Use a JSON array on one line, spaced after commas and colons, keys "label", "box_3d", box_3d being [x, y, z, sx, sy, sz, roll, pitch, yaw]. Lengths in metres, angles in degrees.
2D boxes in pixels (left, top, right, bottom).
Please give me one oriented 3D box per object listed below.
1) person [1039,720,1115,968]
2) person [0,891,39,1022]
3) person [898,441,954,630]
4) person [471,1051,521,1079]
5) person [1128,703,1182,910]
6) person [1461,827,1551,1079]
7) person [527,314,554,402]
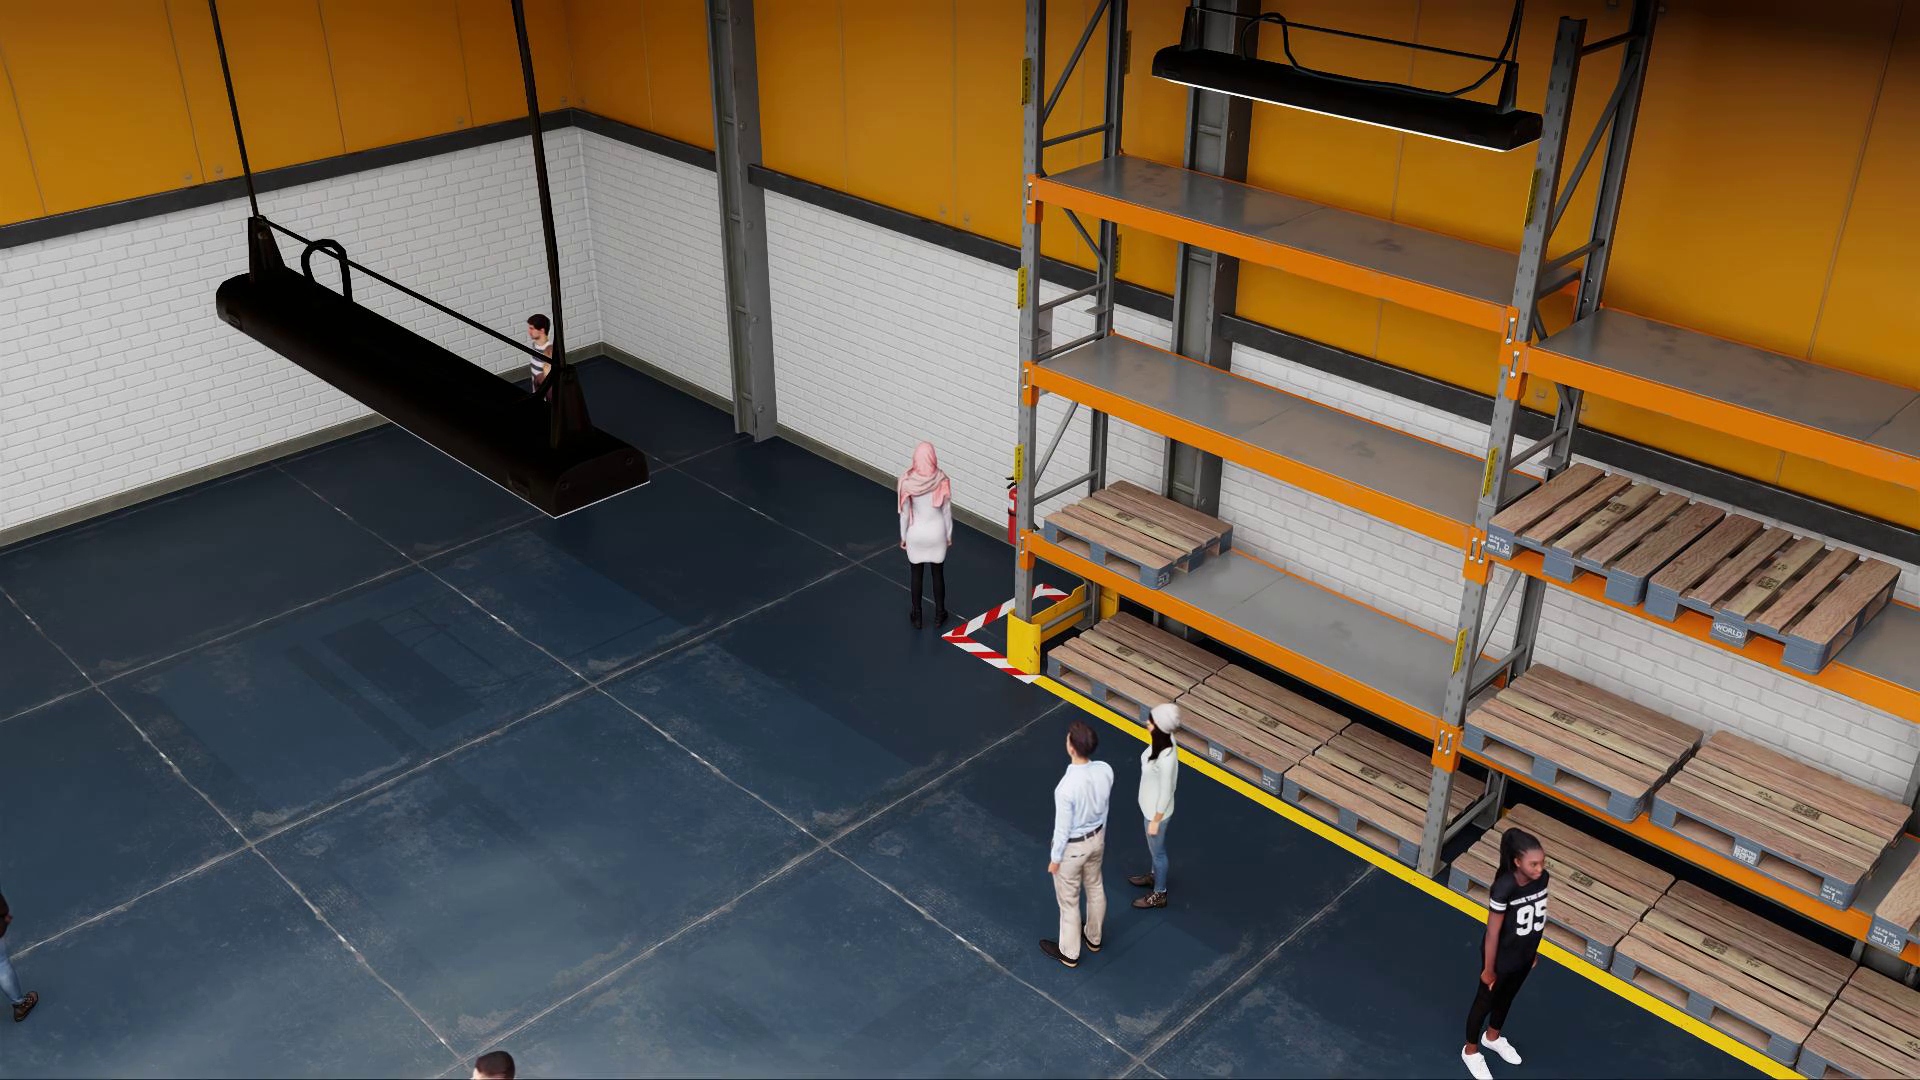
[{"label": "person", "box_3d": [0.768, 1.980, 10.838, 0.654, 1.845, 0.589, -23, 36, -35]}, {"label": "person", "box_3d": [-6.180, 2.362, 10.360, 0.736, 1.632, 0.761, -7, 29, -13]}, {"label": "person", "box_3d": [-0.294, -0.044, 14.591, 0.743, 1.804, 0.796, -1, 29, -2]}, {"label": "person", "box_3d": [-2.272, 3.287, 8.531, 0.750, 1.760, 0.613, -11, 30, -19]}, {"label": "person", "box_3d": [1.350, 1.802, 11.375, 0.689, 1.643, 0.639, 1, 29, 3]}, {"label": "person", "box_3d": [3.306, 2.487, 10.031, 0.656, 1.729, 0.640, -17, 33, -29]}, {"label": "person", "box_3d": [-4.217, -1.456, 17.130, 0.716, 1.853, 0.463, -23, 36, -36]}]
